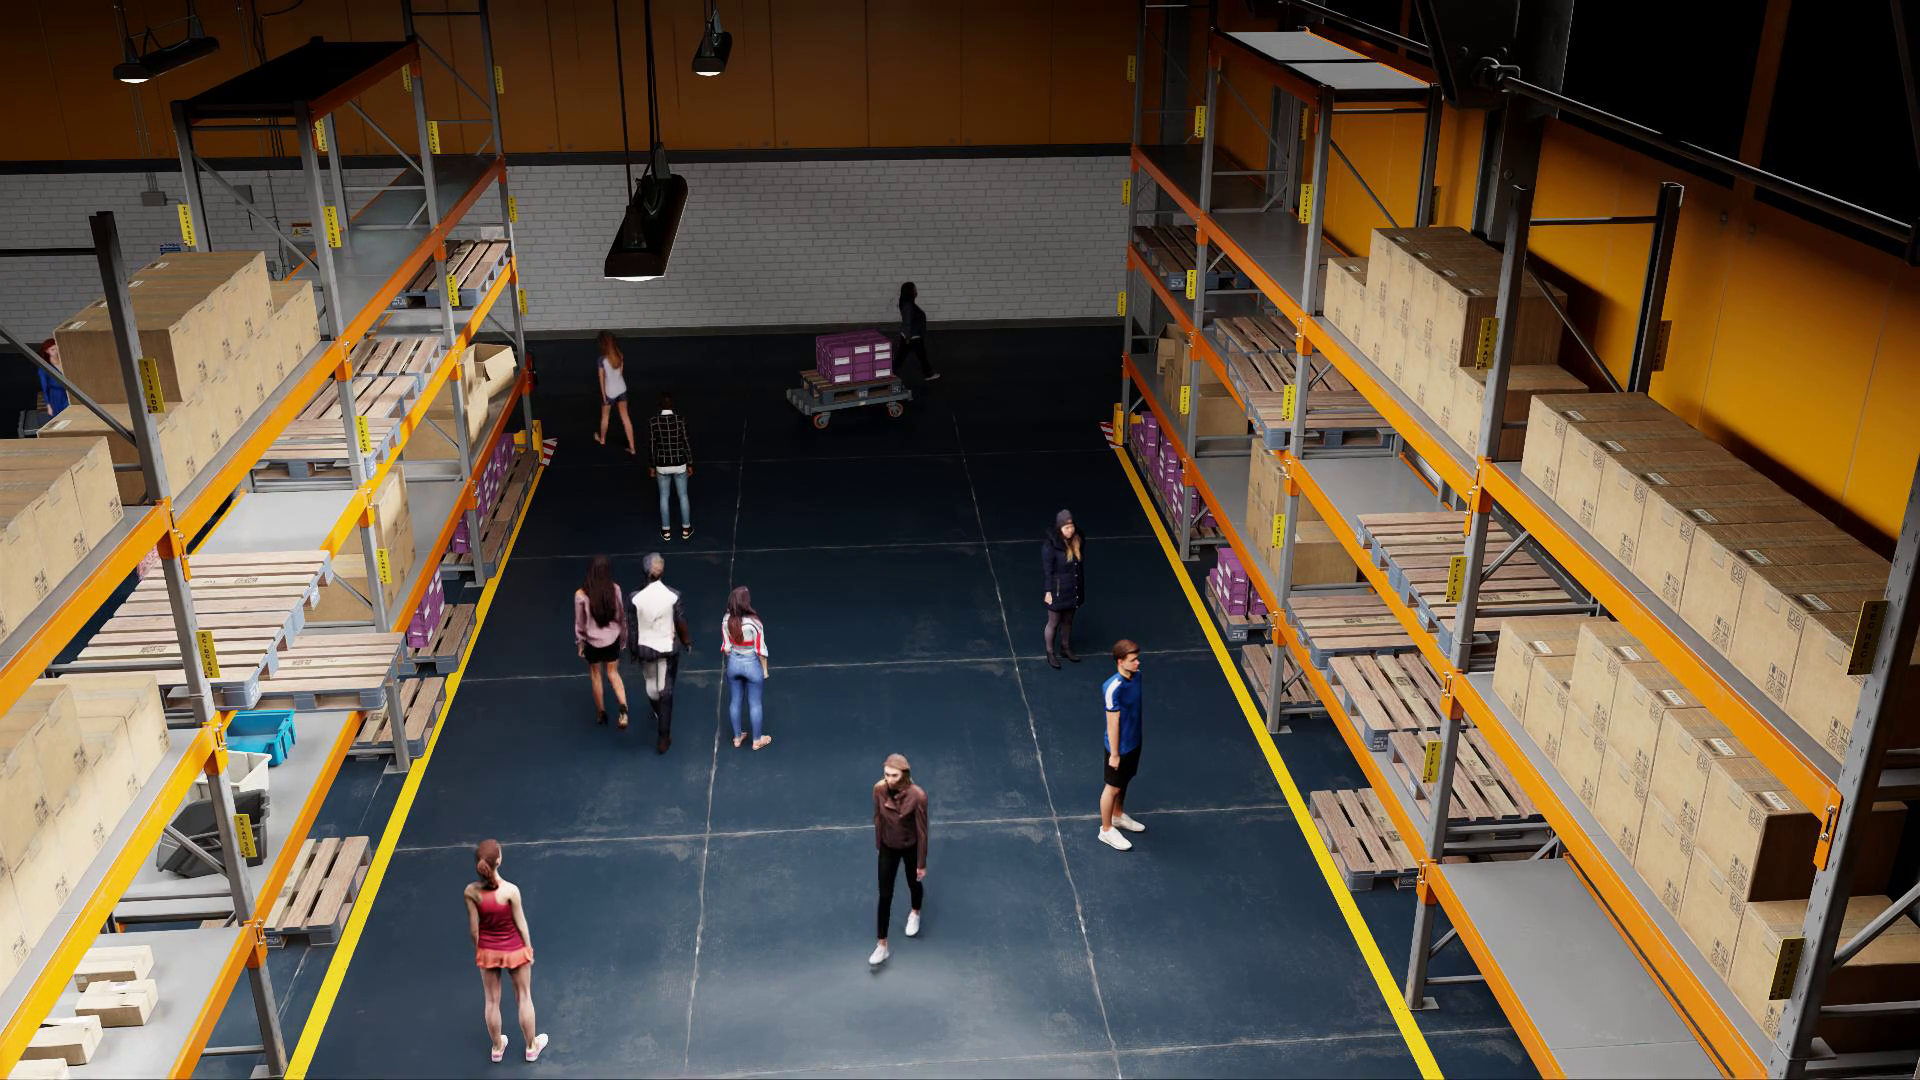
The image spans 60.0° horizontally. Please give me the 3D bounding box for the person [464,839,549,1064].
[{"bbox_3d":[-3.139,2.813,11.390,0.578,1.750,0.569,0,24,0],"label":"person"}]

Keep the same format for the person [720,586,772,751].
[{"bbox_3d":[-1.986,1.168,15.327,0.662,1.612,0.640,8,25,18],"label":"person"}]

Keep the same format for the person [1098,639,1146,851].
[{"bbox_3d":[1.352,1.664,13.875,0.812,1.866,0.708,12,27,26],"label":"person"}]

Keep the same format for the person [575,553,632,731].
[{"bbox_3d":[-3.279,1.015,15.457,0.893,1.788,1.044,-16,28,-32],"label":"person"}]

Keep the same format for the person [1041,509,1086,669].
[{"bbox_3d":[1.038,0.475,16.833,0.792,1.675,0.820,-16,28,-32],"label":"person"}]

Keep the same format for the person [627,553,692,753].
[{"bbox_3d":[-2.772,1.069,15.255,0.699,1.850,1.085,-2,24,-4],"label":"person"}]

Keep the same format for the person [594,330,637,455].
[{"bbox_3d":[-4.593,-1.936,22.354,1.014,1.671,1.138,-20,31,-38],"label":"person"}]

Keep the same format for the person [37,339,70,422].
[{"bbox_3d":[-11.730,-1.761,21.762,0.768,1.824,0.709,19,30,36],"label":"person"}]

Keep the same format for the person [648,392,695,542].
[{"bbox_3d":[-3.440,-0.887,19.766,0.693,1.821,0.579,-5,24,-11],"label":"person"}]

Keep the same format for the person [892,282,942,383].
[{"bbox_3d":[-0.815,-3.111,25.180,0.918,1.559,1.076,-9,25,-19],"label":"person"}]

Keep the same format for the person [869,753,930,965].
[{"bbox_3d":[-0.402,2.319,12.626,0.875,1.664,1.101,7,24,15],"label":"person"}]
